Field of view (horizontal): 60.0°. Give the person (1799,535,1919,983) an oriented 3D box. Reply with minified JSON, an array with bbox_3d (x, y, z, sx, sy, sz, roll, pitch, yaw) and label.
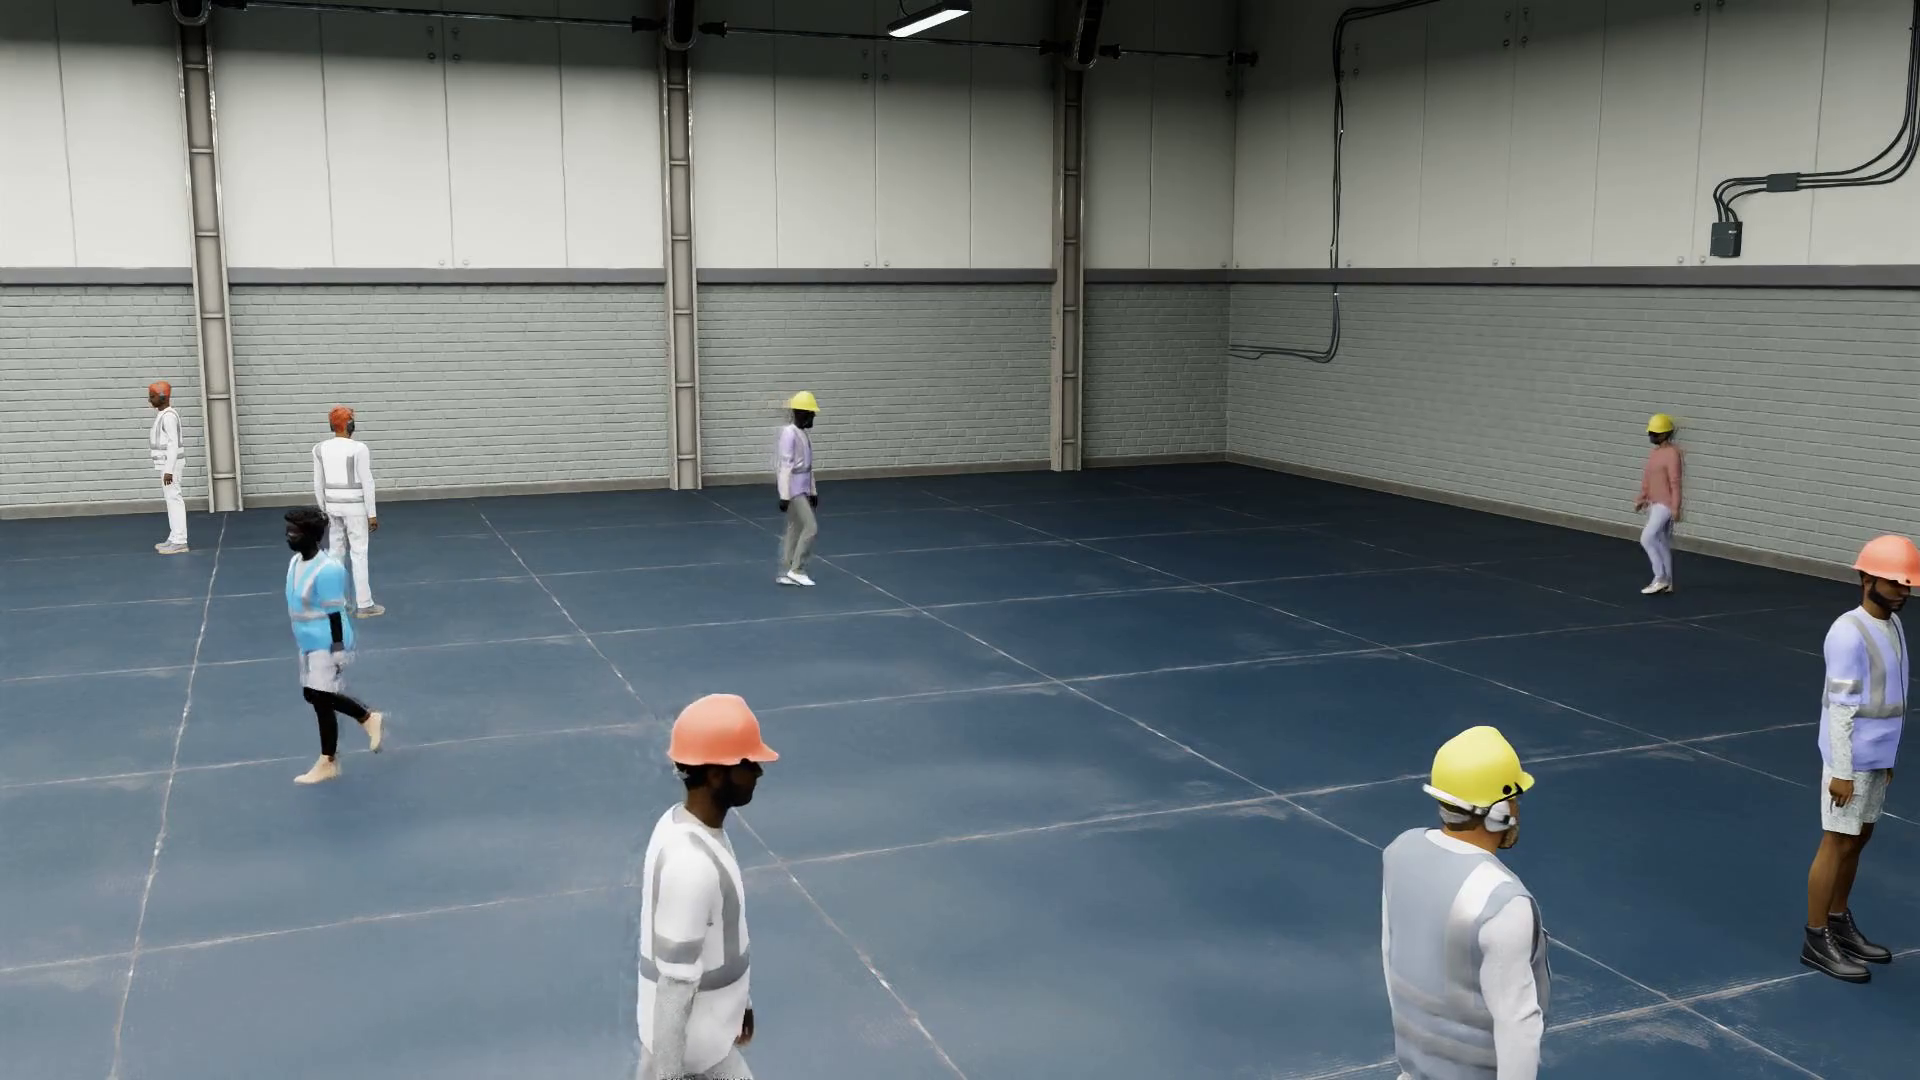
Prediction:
[{"bbox_3d":[3.931,0.930,7.206,0.551,1.932,0.367,-8,12,-43],"label":"person"}]

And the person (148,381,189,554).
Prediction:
[{"bbox_3d":[-8.668,-0.794,18.195,0.356,1.885,0.572,-5,10,-29],"label":"person"}]

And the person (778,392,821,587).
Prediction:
[{"bbox_3d":[-1.531,-0.481,16.142,0.561,1.905,0.604,1,9,7],"label":"person"}]

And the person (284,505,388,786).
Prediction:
[{"bbox_3d":[-3.756,0.607,10.021,0.594,1.683,0.544,-9,13,-43],"label":"person"}]

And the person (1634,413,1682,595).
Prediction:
[{"bbox_3d":[6.594,-0.328,15.708,0.488,1.741,0.552,1,9,4],"label":"person"}]

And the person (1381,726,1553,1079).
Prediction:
[{"bbox_3d":[1.385,1.405,4.534,0.404,1.837,0.594,-3,10,-19],"label":"person"}]

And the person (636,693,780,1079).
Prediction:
[{"bbox_3d":[-0.729,1.357,4.717,1.012,1.881,0.562,-2,9,-12],"label":"person"}]

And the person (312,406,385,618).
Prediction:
[{"bbox_3d":[-5.423,-0.244,14.738,0.573,1.884,0.353,3,9,16],"label":"person"}]
